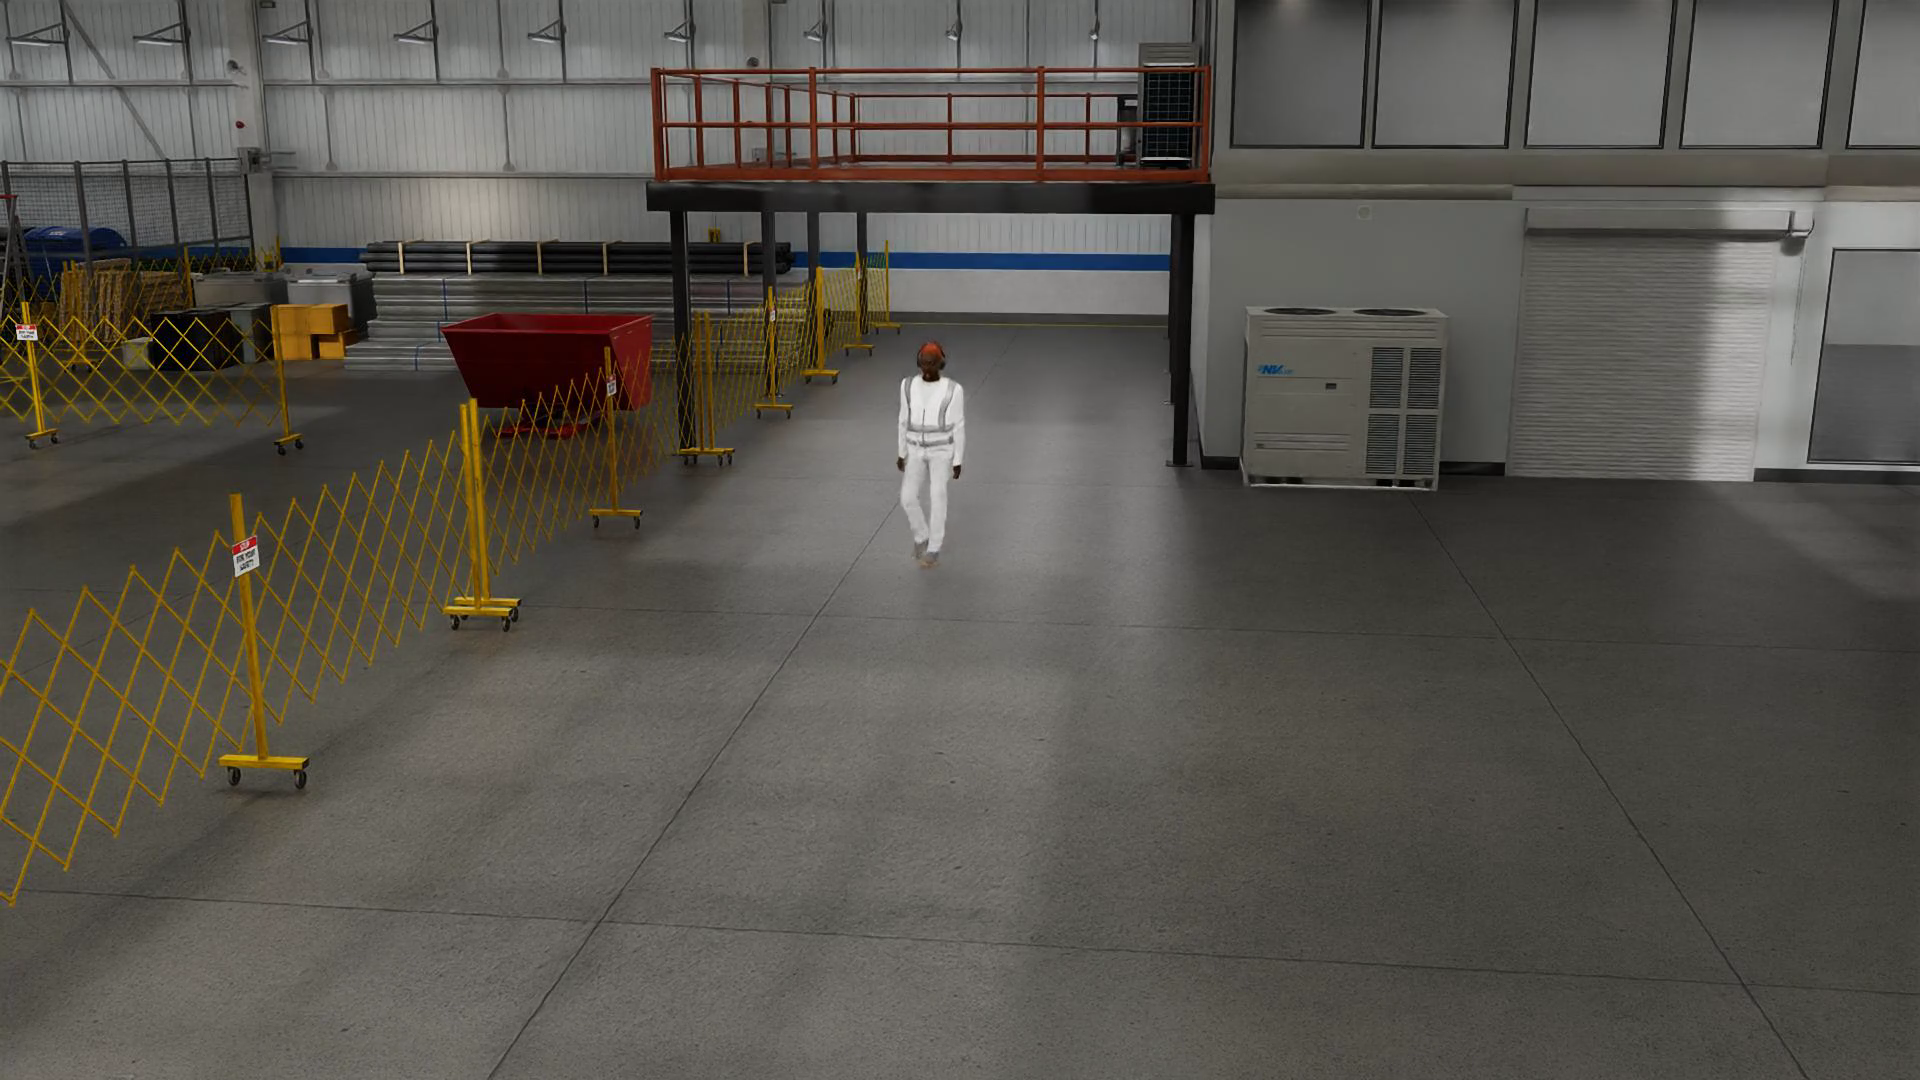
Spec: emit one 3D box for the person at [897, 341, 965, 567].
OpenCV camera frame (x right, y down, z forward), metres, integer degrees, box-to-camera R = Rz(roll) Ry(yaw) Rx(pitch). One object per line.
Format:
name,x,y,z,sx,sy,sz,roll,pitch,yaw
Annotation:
person,-0.246,-0.704,13.751,0.615,1.875,0.401,5,15,20
